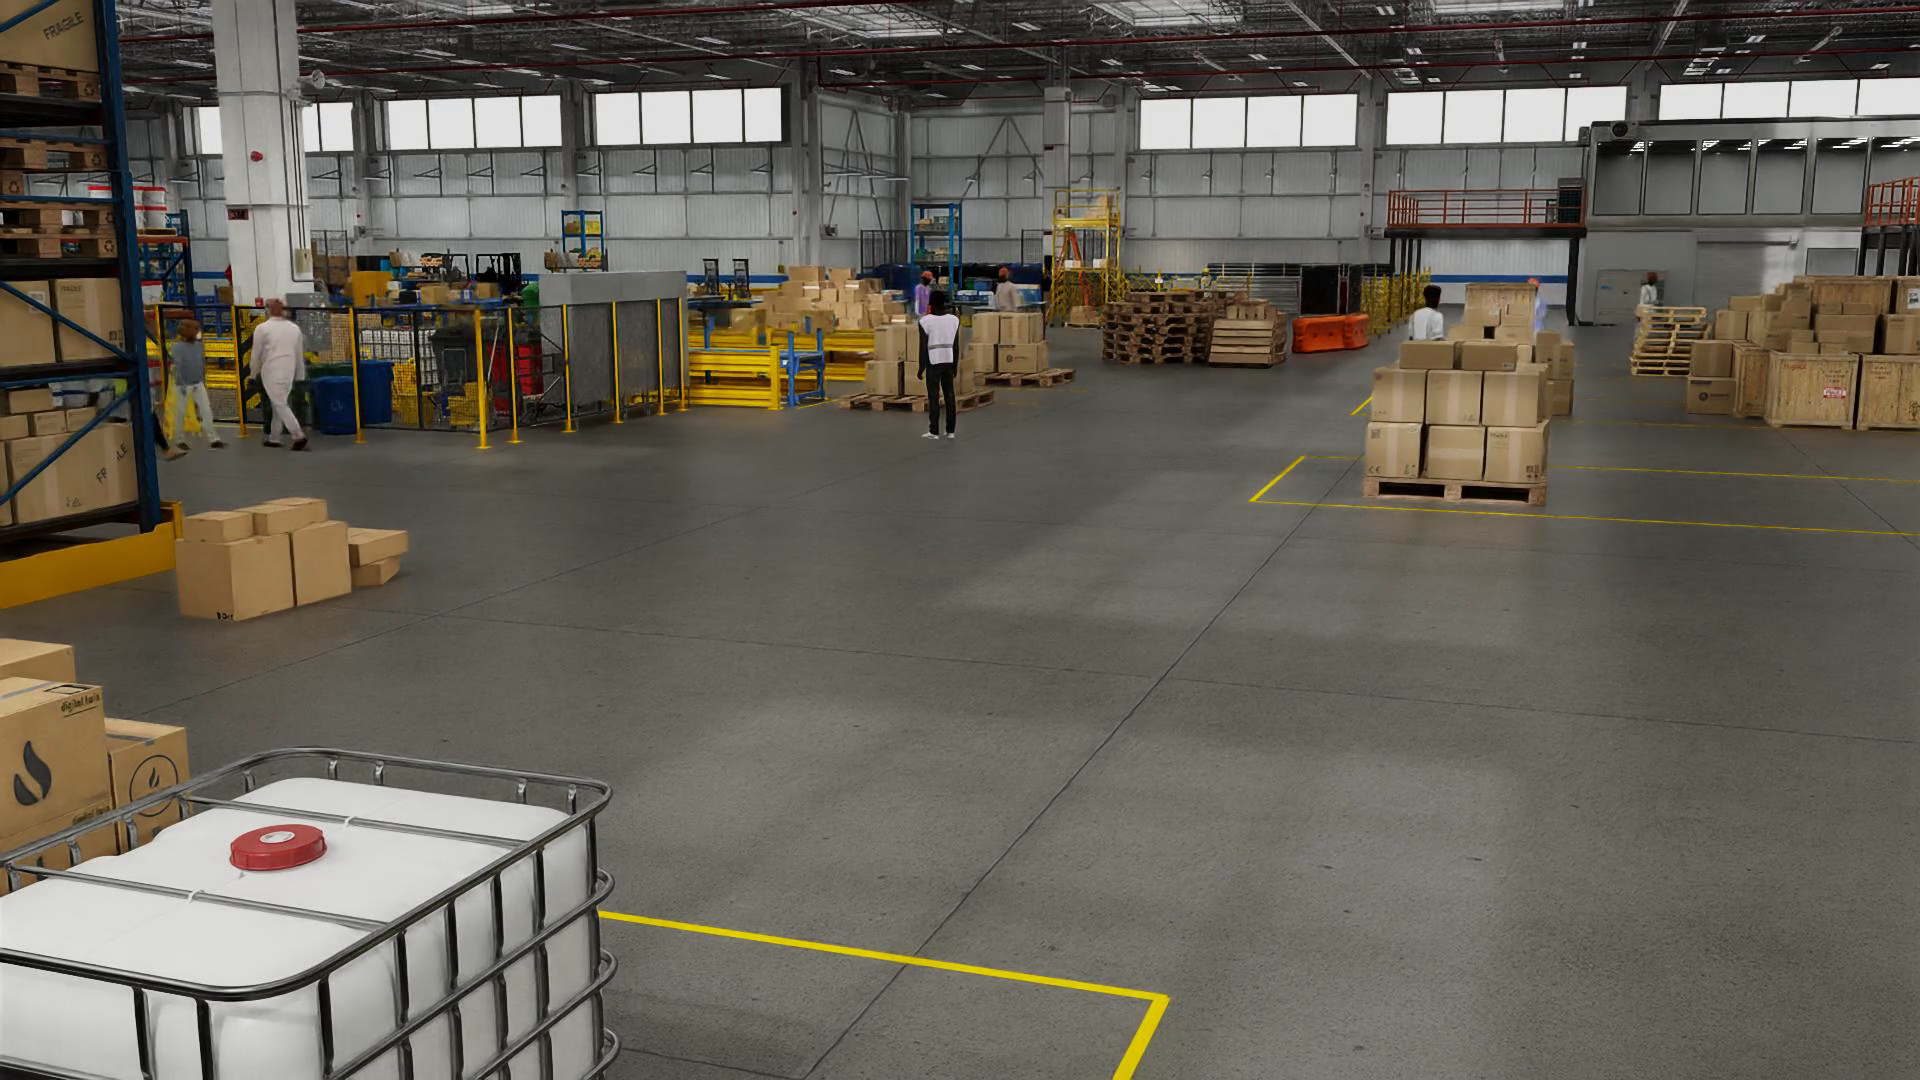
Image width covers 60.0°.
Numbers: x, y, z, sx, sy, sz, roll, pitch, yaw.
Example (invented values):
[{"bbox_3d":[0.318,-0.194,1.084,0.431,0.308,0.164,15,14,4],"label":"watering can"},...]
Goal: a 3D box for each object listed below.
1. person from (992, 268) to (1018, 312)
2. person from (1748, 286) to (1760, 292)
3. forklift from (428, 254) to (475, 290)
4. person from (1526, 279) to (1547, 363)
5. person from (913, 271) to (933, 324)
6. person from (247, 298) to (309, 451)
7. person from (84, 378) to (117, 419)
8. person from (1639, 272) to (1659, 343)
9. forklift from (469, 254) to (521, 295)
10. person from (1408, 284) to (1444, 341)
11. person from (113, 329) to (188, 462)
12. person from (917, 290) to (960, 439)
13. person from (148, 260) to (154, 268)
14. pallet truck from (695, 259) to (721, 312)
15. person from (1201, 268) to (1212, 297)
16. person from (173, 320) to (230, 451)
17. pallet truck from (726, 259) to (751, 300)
[{"bbox_3d":[0.964,-5.336,38.718,0.952,1.950,0.613,-8,13,-37],"label":"person"},{"bbox_3d":[27.423,-8.525,57.595,0.494,1.624,0.279,4,11,22],"label":"person"},{"bbox_3d":[-20.133,-10.254,65.465,1.157,1.987,2.680,3,11,19],"label":"forklift"},{"bbox_3d":[10.626,-3.925,31.008,0.558,1.885,1.023,8,13,39],"label":"person"},{"bbox_3d":[-0.807,-5.339,38.906,0.917,1.885,0.601,8,13,38],"label":"person"},{"bbox_3d":[-8.314,-2.025,20.342,0.936,1.869,0.643,5,11,24],"label":"person"},{"bbox_3d":[-10.761,-2.204,20.923,0.840,2.010,0.644,6,12,30],"label":"person"},{"bbox_3d":[16.098,-5.305,38.811,0.578,1.871,0.426,-9,14,-42],"label":"person"},{"bbox_3d":[-17.990,-10.121,64.684,1.157,1.987,2.680,3,11,17],"label":"forklift"},{"bbox_3d":[6.448,-2.540,22.947,0.362,1.963,0.614,-5,11,-28],"label":"person"},{"bbox_3d":[-9.411,-1.676,18.977,0.890,1.632,0.536,-1,10,-4],"label":"person"},{"bbox_3d":[-0.273,-2.265,21.534,0.587,1.920,0.394,-5,11,-28],"label":"person"},{"bbox_3d":[-32.176,-10.229,66.326,1.016,1.947,0.633,-9,13,-40],"label":"person"},{"bbox_3d":[-9.165,-9.627,62.776,0.823,1.965,1.885,4,11,23],"label":"pallet truck"},{"bbox_3d":[8.188,-8.220,55.566,0.494,1.743,0.306,-9,14,-42],"label":"person"},{"bbox_3d":[-9.252,-1.856,20.124,0.835,1.592,0.527,5,11,27],"label":"person"},{"bbox_3d":[-7.986,-9.493,62.019,0.823,1.965,1.885,3,11,17],"label":"pallet truck"}]
